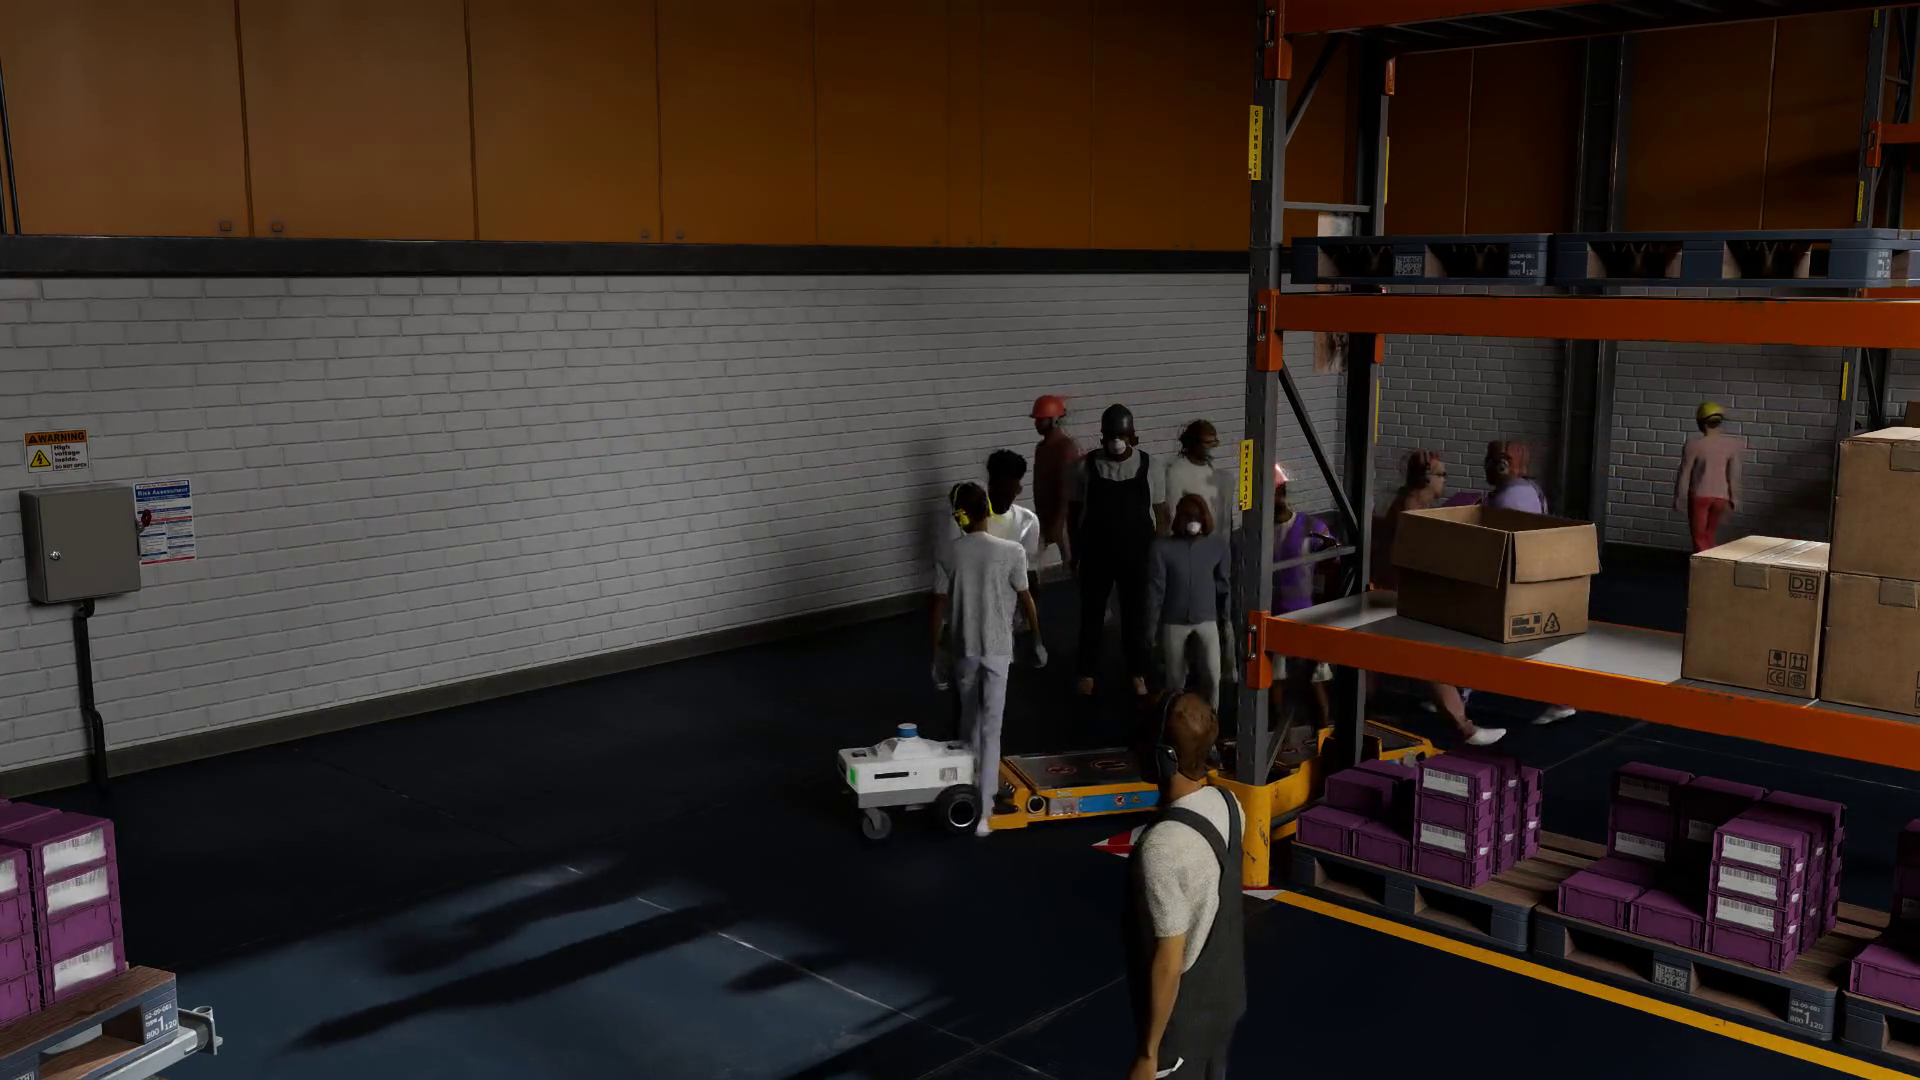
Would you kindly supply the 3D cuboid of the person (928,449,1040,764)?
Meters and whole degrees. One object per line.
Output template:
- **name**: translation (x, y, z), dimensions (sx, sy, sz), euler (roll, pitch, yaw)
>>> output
- **person**: translation (0.155, 0.423, 9.682), dimensions (0.689, 1.927, 0.546), euler (-4, 10, -23)

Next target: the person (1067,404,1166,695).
- **person**: translation (1.080, 0.074, 11.460), dimensions (0.687, 2.000, 0.535), euler (0, 9, 2)

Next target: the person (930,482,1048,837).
- **person**: translation (0.157, 0.597, 8.874), dimensions (0.570, 1.827, 0.833), euler (2, 9, 11)

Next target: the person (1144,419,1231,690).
- **person**: translation (1.571, 0.080, 11.839), dimensions (0.634, 1.914, 0.842), euler (-7, 12, -38)

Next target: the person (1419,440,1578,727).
- **person**: translation (3.550, 0.286, 10.743), dimensions (0.983, 1.863, 0.679), euler (7, 12, 37)

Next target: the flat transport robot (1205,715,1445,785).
- **flat transport robot**: translation (2.141, 1.256, 9.626), dimensions (1.431, 0.197, 0.652), euler (-5, 11, -29)

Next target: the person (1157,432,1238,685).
- **person**: translation (1.748, 0.124, 11.854), dimensions (0.527, 1.845, 0.650), euler (-4, 10, -25)

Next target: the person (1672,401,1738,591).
- **person**: translation (6.771, -0.395, 15.227), dimensions (0.553, 1.746, 0.659), euler (-1, 9, -7)

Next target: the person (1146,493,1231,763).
- **person**: translation (1.370, 0.537, 9.922), dimensions (0.514, 1.621, 0.512), euler (0, 9, 2)

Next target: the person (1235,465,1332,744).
- **person**: translation (1.891, 0.476, 9.479), dimensions (0.618, 1.888, 0.679), euler (5, 11, 28)

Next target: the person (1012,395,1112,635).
- **person**: translation (0.807, -0.204, 13.457), dimensions (0.993, 1.958, 0.615), euler (-5, 11, -29)

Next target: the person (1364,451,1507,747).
- **person**: translation (2.797, 0.382, 10.144), dimensions (1.042, 1.851, 0.663), euler (1, 9, 8)

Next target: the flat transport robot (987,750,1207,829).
- **flat transport robot**: translation (0.752, 1.337, 9.129), dimensions (1.431, 0.197, 0.652), euler (-2, 10, -15)

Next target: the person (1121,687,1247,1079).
- **person**: translation (0.595, 1.303, 4.523), dimensions (0.342, 1.845, 0.506), euler (6, 11, 31)

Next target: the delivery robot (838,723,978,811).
- **delivery robot**: translation (-0.278, 1.210, 8.752), dimensions (0.707, 0.478, 0.477), euler (-3, 10, -15)
